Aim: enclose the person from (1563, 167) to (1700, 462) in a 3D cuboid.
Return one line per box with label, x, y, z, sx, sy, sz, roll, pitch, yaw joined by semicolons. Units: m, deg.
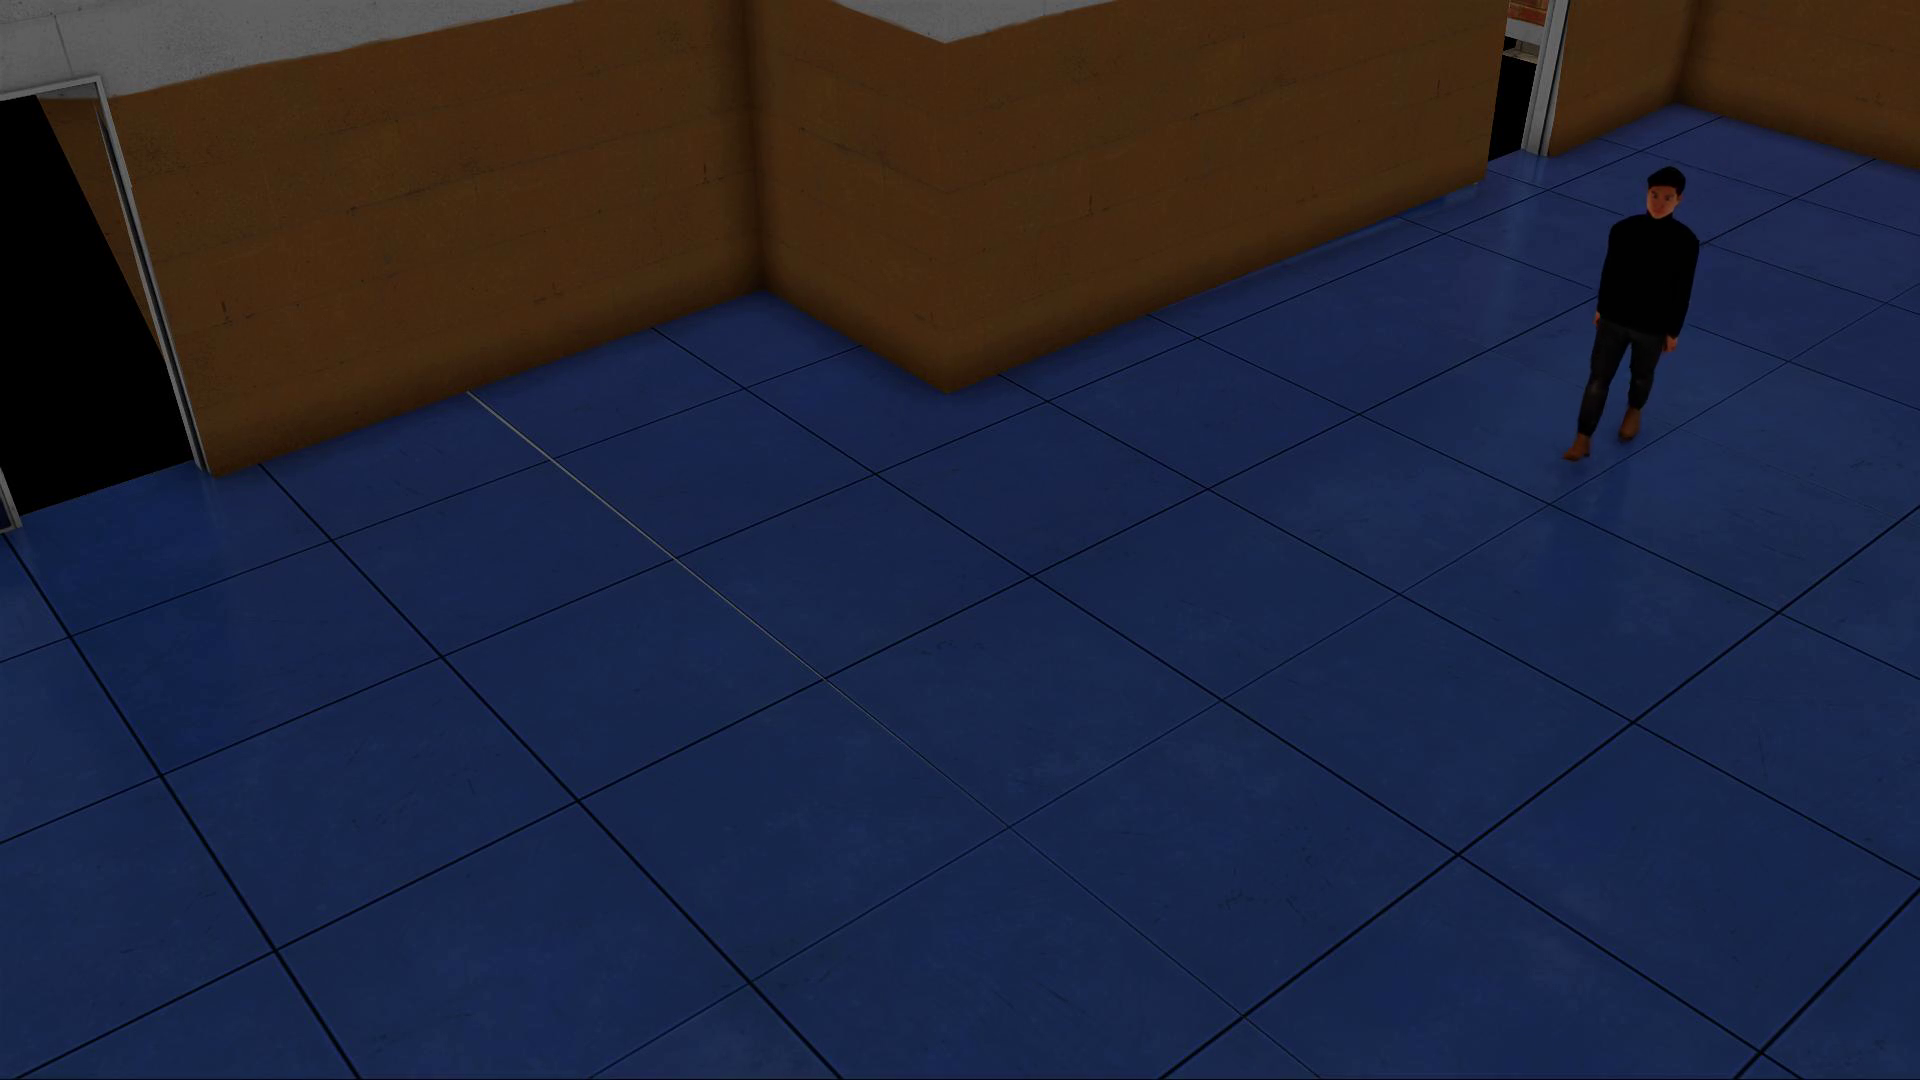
person;3.830;-1.278;9.335;1.095;1.683;0.910;21;39;28
